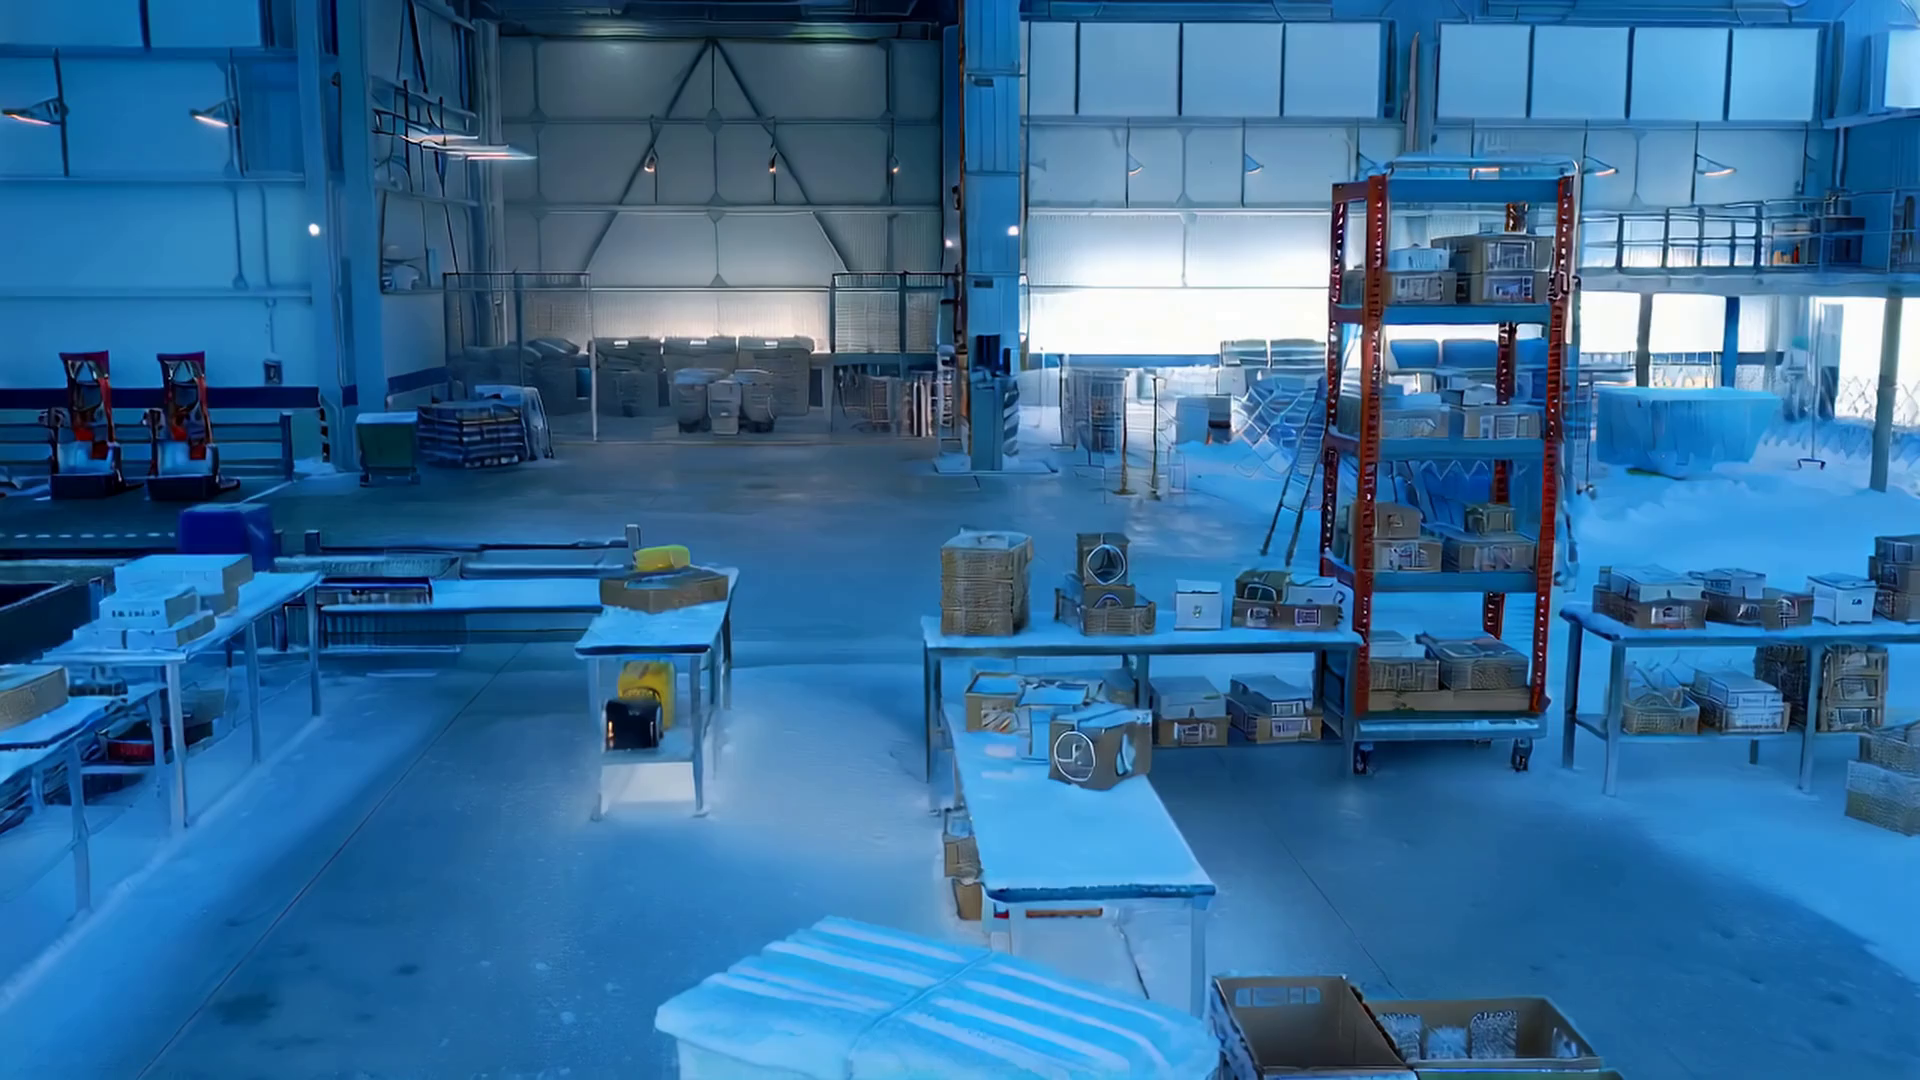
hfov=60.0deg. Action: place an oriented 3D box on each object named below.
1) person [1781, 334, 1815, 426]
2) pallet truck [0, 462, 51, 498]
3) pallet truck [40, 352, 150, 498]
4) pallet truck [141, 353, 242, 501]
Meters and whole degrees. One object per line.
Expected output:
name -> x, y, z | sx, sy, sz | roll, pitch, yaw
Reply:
person -> 17.009, -3.269, 33.888 | 0.571, 1.851, 0.959 | 0, 9, -3
pallet truck -> -13.193, -1.293, 23.148 | 0.653, 1.274, 1.630 | -1, 9, -4
pallet truck -> -11.907, -1.642, 23.165 | 0.823, 1.965, 1.885 | 0, 9, 0
pallet truck -> -10.520, -1.604, 22.925 | 0.823, 1.965, 1.885 | -1, 9, -6
